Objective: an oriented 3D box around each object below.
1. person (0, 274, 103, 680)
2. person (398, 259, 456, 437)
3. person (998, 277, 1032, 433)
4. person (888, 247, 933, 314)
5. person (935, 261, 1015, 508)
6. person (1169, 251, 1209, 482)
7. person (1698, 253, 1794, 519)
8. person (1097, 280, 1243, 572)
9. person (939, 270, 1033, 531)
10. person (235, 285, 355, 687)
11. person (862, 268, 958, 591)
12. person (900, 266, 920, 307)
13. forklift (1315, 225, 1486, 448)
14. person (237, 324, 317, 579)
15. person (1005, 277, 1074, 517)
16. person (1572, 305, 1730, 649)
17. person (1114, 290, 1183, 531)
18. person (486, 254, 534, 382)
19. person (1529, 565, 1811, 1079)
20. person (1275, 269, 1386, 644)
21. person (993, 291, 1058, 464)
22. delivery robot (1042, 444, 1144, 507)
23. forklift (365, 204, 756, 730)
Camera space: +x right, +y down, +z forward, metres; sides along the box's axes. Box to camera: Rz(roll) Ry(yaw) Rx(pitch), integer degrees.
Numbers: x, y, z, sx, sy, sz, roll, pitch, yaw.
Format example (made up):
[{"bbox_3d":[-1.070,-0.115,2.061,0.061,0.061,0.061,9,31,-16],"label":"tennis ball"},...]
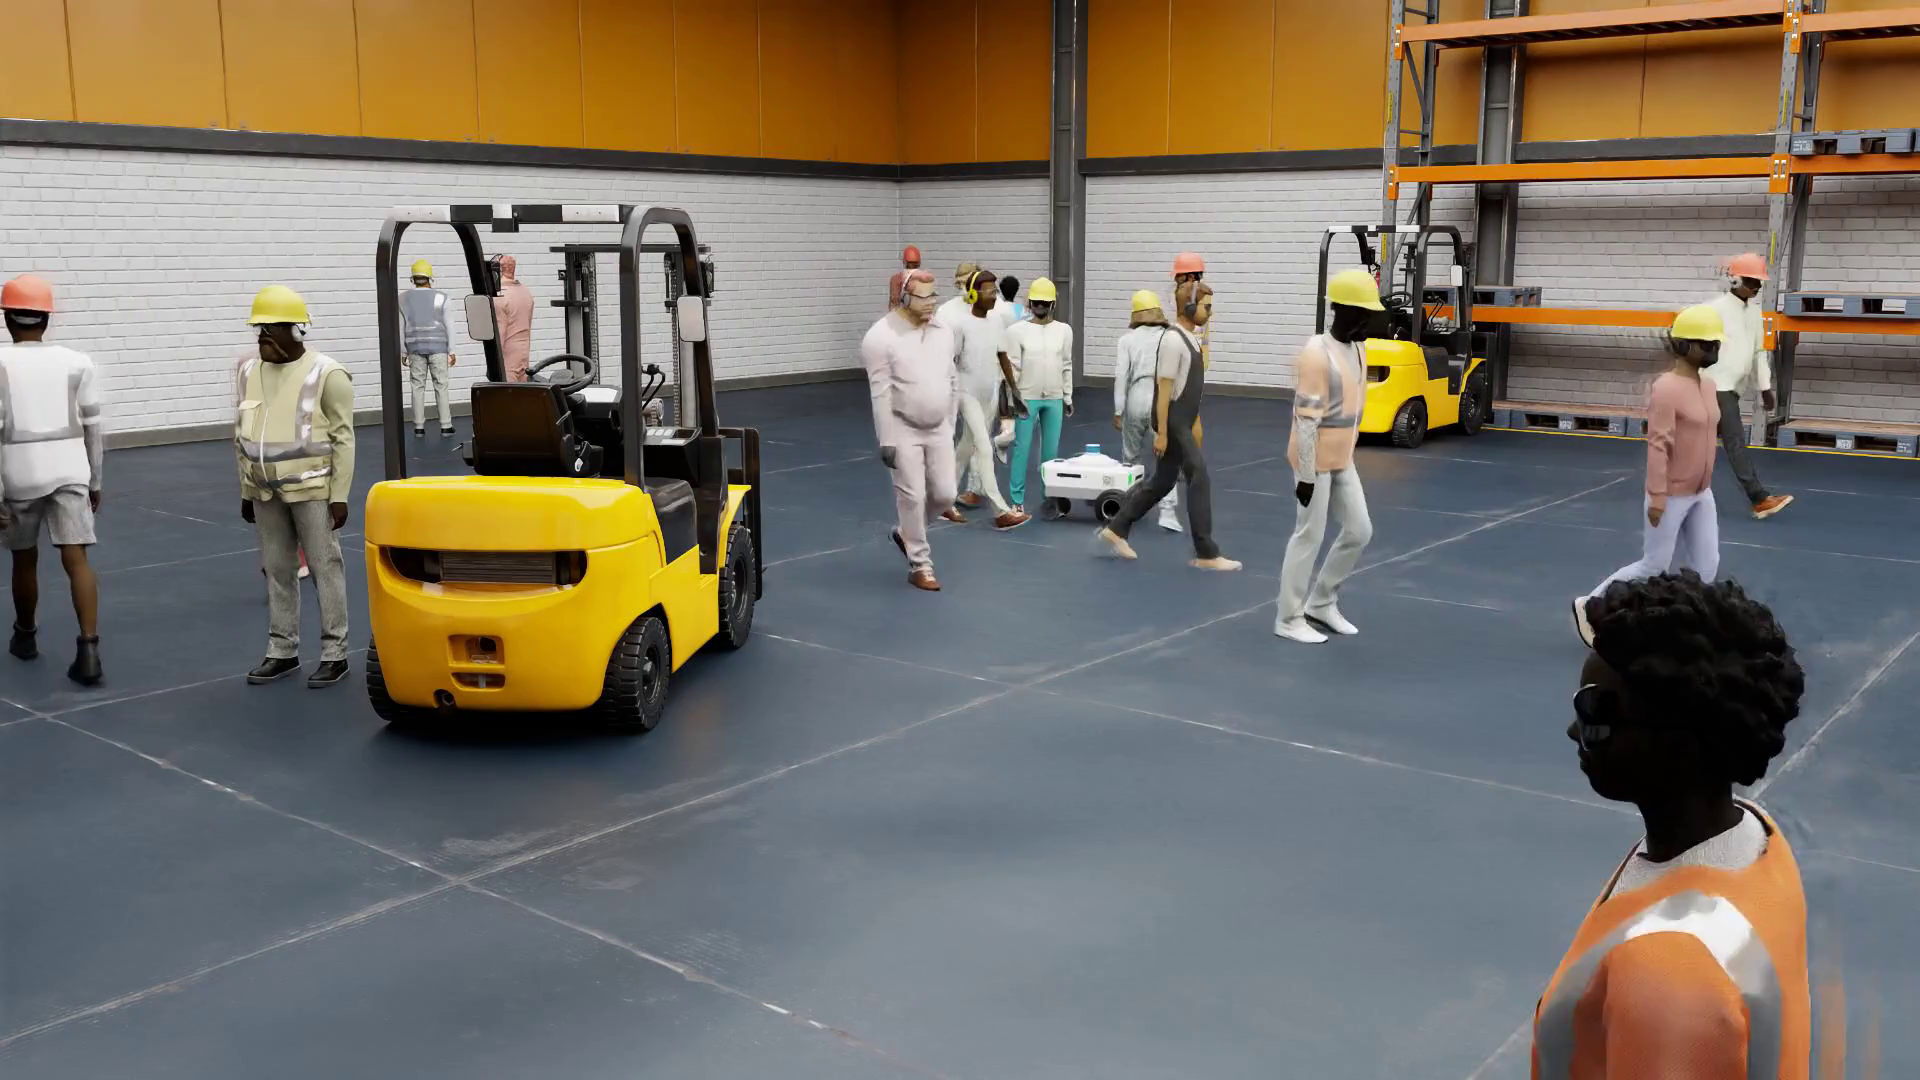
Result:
[{"bbox_3d":[-4.299,-0.296,7.807,0.544,1.879,1.034,-8,13,-39],"label":"person"},{"bbox_3d":[-5.514,-1.978,17.227,0.590,1.836,0.404,-1,10,-7],"label":"person"},{"bbox_3d":[0.500,-1.976,17.720,0.531,1.649,0.874,-2,10,-9],"label":"person"},{"bbox_3d":[-0.674,-3.000,22.651,0.617,1.940,0.713,-5,11,-26],"label":"person"},{"bbox_3d":[0.120,-1.213,12.899,0.651,1.882,1.040,3,11,16],"label":"person"},{"bbox_3d":[1.928,-1.462,14.083,0.353,1.939,0.544,1,10,5],"label":"person"},{"bbox_3d":[5.731,-1.132,12.260,0.630,1.925,1.083,-7,12,-34],"label":"person"},{"bbox_3d":[1.298,-0.714,10.355,0.934,1.799,0.528,3,11,18],"label":"person"},{"bbox_3d":[0.152,-0.989,11.785,0.959,1.822,0.506,8,13,38],"label":"person"},{"bbox_3d":[-3.049,-0.239,7.598,0.591,1.833,0.403,3,11,15],"label":"person"},{"bbox_3d":[-0.294,-0.641,9.719,0.655,1.877,0.536,-7,13,-35],"label":"person"},{"bbox_3d":[-0.638,-3.004,22.775,0.343,1.882,0.585,10,14,43],"label":"person"},{"bbox_3d":[4.449,-2.115,16.993,1.214,2.155,2.313,8,13,38],"label":"forklift"},{"bbox_3d":[-3.944,-0.567,9.686,0.525,1.735,0.809,1,10,7],"label":"person"},{"bbox_3d":[0.589,-1.027,12.158,0.533,1.765,0.322,-4,11,-19],"label":"person"},{"bbox_3d":[3.356,-0.247,7.891,0.534,1.740,0.759,-8,13,-37],"label":"person"},{"bbox_3d":[1.364,-0.935,11.869,0.530,1.693,0.943,0,10,-2],"label":"person"},{"bbox_3d":[-4.164,-1.662,15.278,0.410,1.909,0.642,2,10,13],"label":"person"},{"bbox_3d":[0.865,0.861,1.912,0.572,1.679,0.538,6,12,31],"label":"person"},{"bbox_3d":[1.864,-0.401,8.351,0.530,1.892,0.613,8,13,36],"label":"person"},{"bbox_3d":[0.614,-1.374,14.457,0.601,1.621,0.526,9,14,42],"label":"person"},{"bbox_3d":[0.956,-0.451,12.037,0.707,0.478,0.477,3,11,22],"label":"delivery robot"},{"bbox_3d":[-1.766,-0.406,7.525,1.214,2.155,2.313,1,10,7],"label":"forklift"}]
